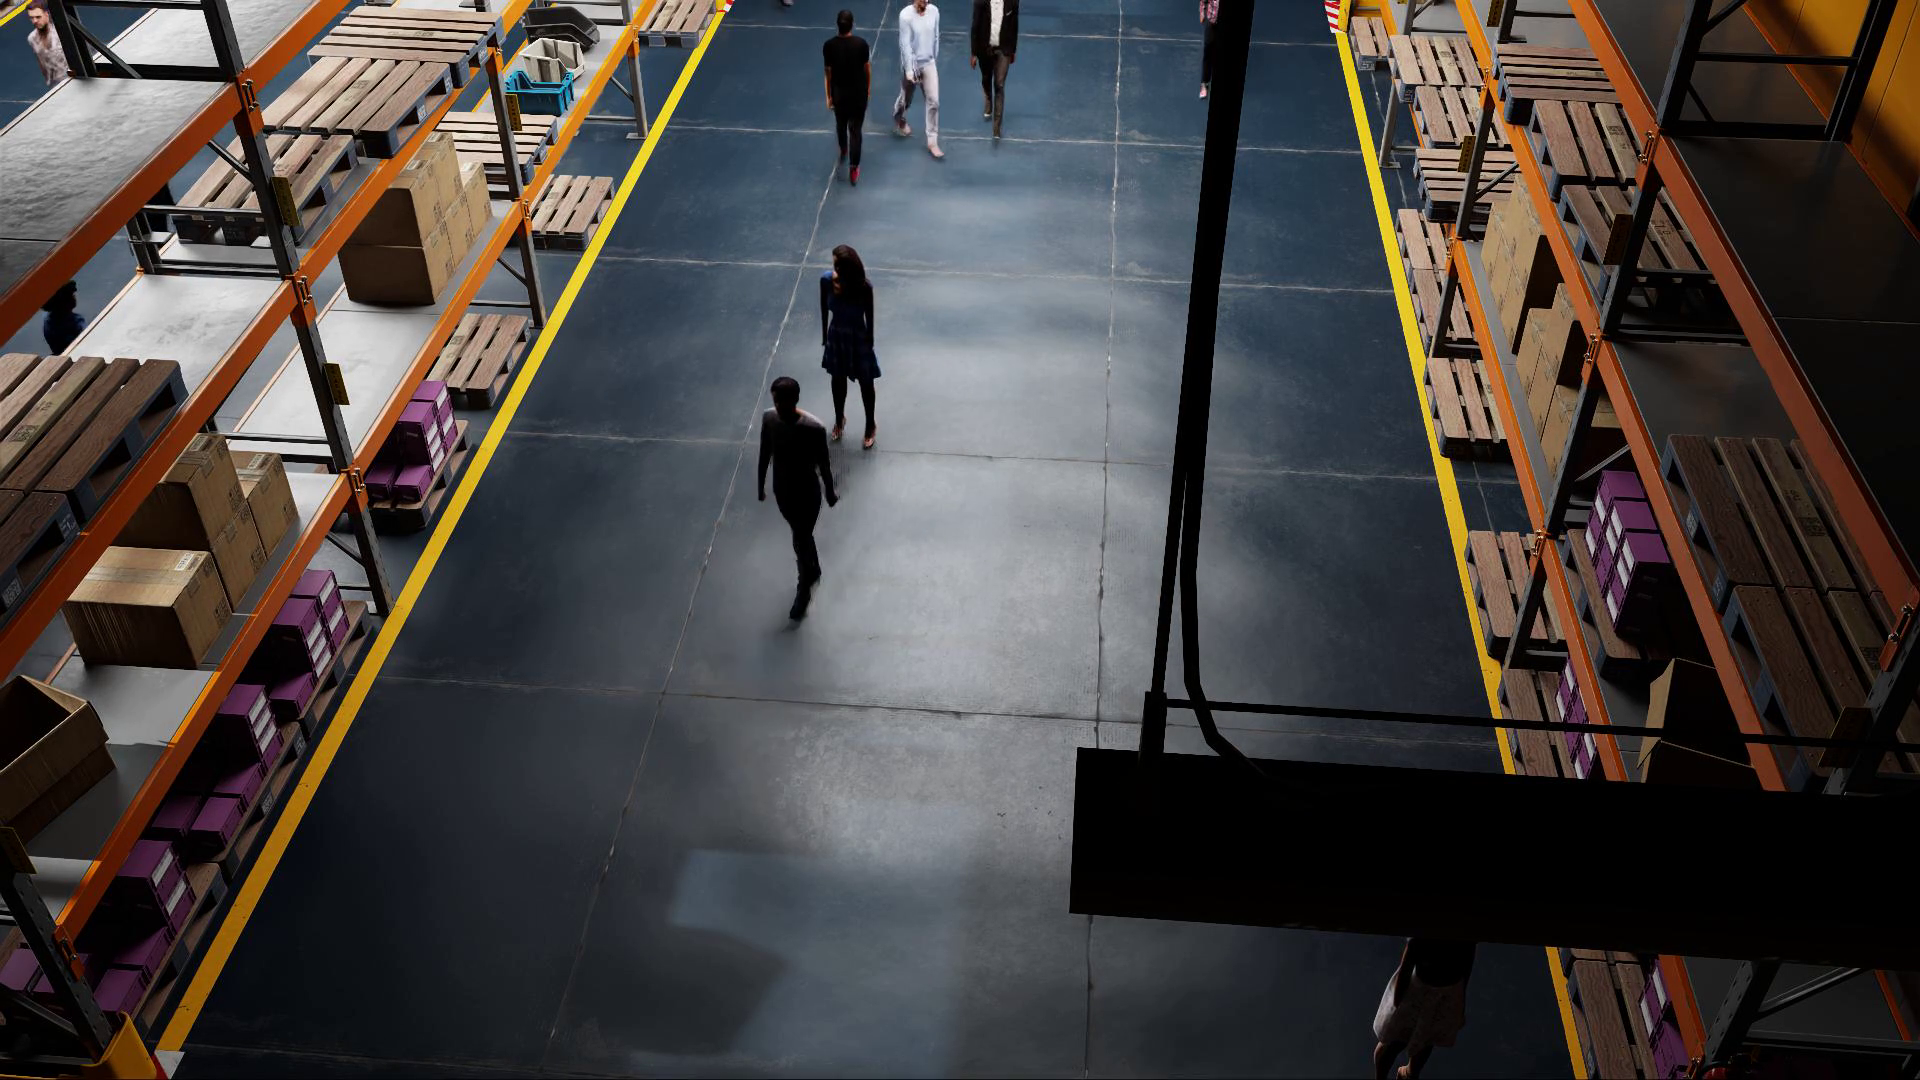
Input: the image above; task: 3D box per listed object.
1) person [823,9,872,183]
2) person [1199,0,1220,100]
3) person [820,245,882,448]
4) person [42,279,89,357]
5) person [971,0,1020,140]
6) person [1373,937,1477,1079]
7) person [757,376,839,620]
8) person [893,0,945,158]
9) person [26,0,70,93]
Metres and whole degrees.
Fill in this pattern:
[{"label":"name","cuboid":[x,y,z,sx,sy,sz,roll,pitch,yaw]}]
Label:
[{"label":"person","cuboid":[-1.136,-4.533,17.131,0.651,1.711,1.110,1,39,1]},{"label":"person","cuboid":[2.992,-5.965,18.905,0.717,1.734,0.955,5,39,6]},{"label":"person","cuboid":[-0.887,-1.557,13.328,0.730,1.805,0.658,12,40,15]},{"label":"person","cuboid":[-6.837,-1.209,12.903,0.916,1.792,1.214,15,41,18]},{"label":"person","cuboid":[0.355,-5.338,18.107,0.722,1.751,1.223,1,39,1]},{"label":"person","cuboid":[2.372,2.343,8.470,0.732,1.775,0.742,-9,39,-11]},{"label":"person","cuboid":[-1.106,-0.401,11.846,0.888,1.849,0.975,19,42,22]},{"label":"person","cuboid":[-0.492,-5.040,17.650,1.043,1.855,1.252,-18,42,-21]},{"label":"person","cuboid":[-9.264,-4.770,17.359,0.760,1.796,1.097,-2,39,-2]}]
